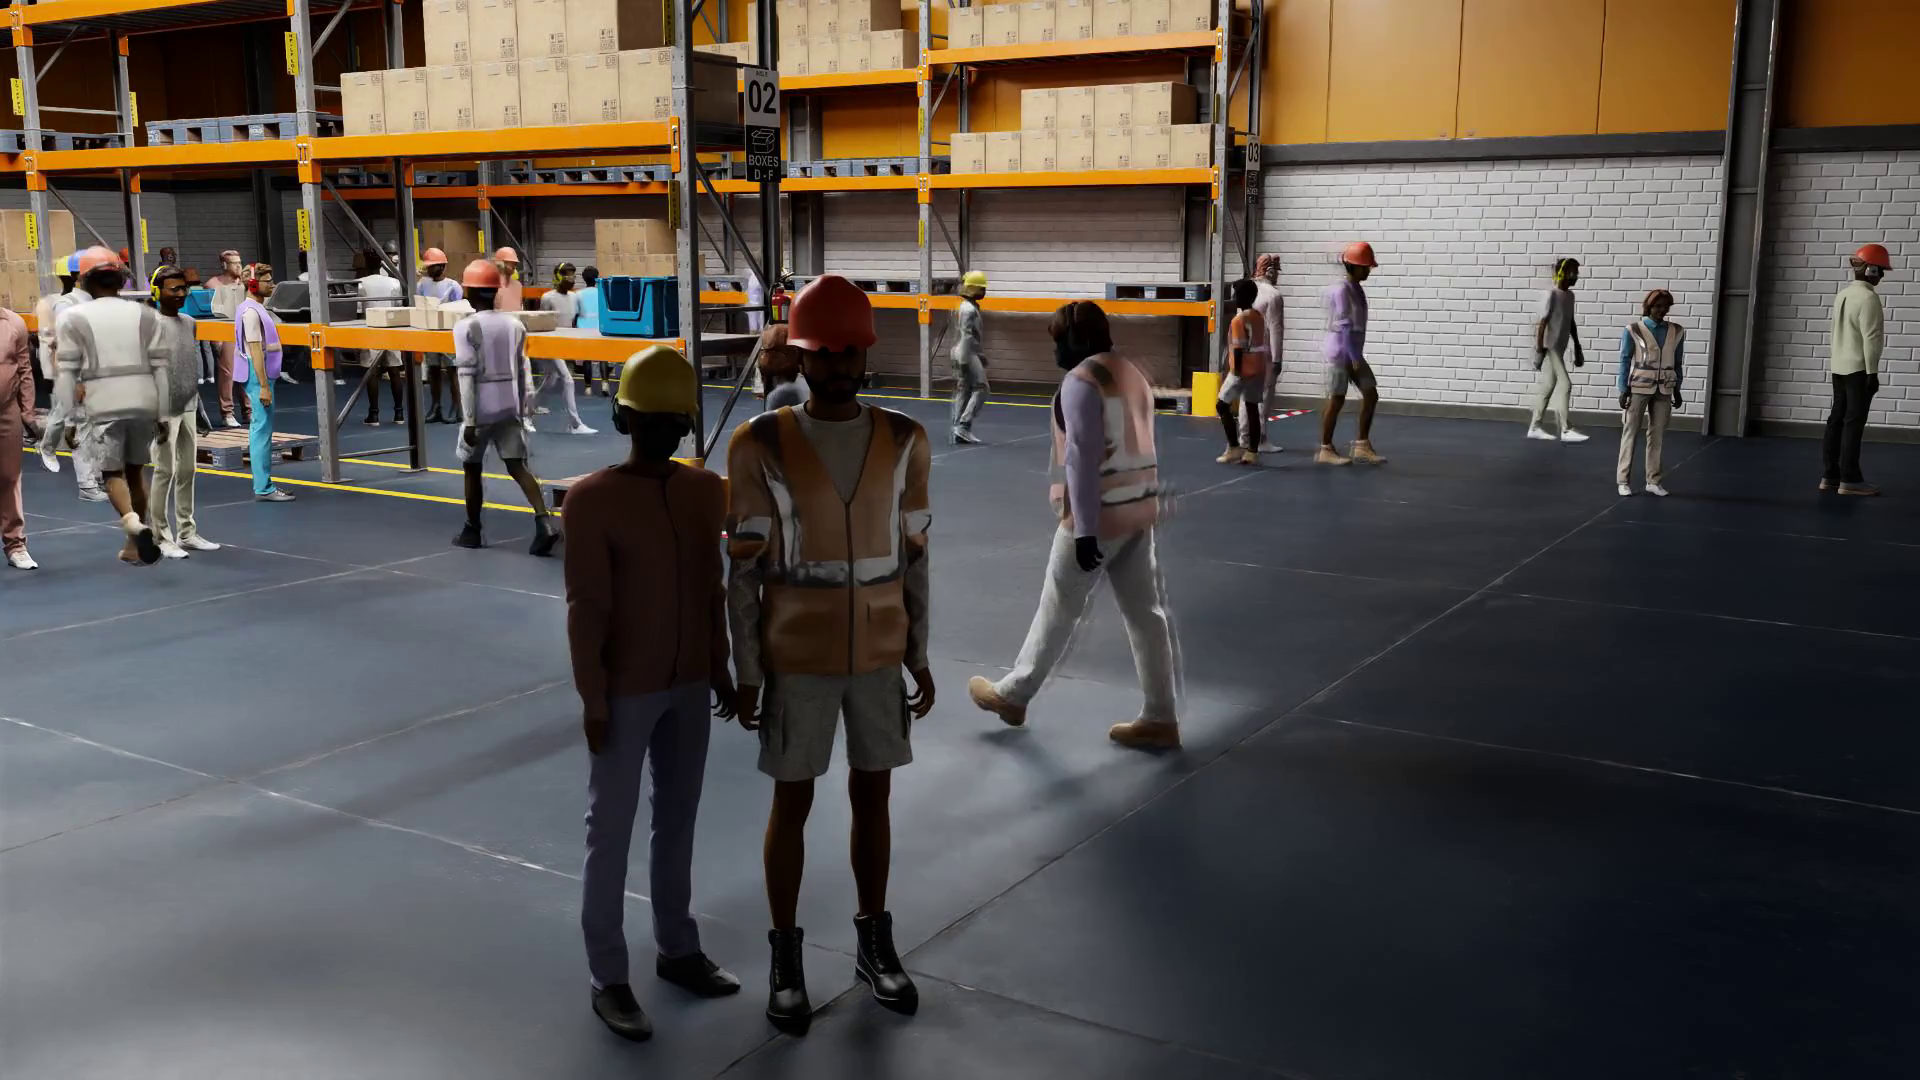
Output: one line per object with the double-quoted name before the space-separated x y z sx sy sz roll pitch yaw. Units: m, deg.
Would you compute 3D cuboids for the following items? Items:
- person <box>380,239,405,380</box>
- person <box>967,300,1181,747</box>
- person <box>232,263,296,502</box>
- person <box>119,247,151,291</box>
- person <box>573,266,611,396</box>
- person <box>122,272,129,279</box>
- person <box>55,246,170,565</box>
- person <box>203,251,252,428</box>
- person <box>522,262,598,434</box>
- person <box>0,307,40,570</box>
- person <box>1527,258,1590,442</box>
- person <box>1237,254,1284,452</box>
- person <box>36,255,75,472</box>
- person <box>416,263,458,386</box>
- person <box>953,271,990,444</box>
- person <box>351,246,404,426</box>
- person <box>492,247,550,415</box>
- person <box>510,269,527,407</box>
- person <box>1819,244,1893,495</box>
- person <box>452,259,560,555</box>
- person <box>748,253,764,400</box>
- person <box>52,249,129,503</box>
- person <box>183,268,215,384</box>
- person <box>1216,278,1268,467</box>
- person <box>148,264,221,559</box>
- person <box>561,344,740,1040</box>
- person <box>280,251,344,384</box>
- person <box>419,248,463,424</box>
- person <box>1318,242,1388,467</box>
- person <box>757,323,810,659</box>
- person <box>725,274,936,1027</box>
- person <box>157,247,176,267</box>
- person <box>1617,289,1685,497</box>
"person" -8.230 -3.367 24.286 0.537 2.000 0.689 5 11 24
"person" 0.499 -0.068 6.749 0.987 1.780 0.678 7 12 33
"person" -5.428 -1.212 12.896 0.390 1.842 0.564 -4 11 -23
"person" -9.572 -2.425 19.351 0.355 1.938 0.544 0 10 1
"person" -4.779 -2.700 21.571 0.567 1.699 0.372 -2 10 -12
"person" -12.199 -3.194 24.459 0.498 1.633 0.279 -3 11 -17
"person" -5.107 -0.784 10.132 0.618 2.001 0.809 -8 13 -39
"person" -7.863 -2.181 18.103 0.400 1.904 0.680 5 11 25
"person" -4.285 -2.002 17.426 0.974 1.806 0.504 4 11 20
"person" -5.934 -0.733 10.083 0.636 1.903 0.405 -9 14 -41
"person" 6.092 -1.891 16.677 0.534 1.837 0.838 -10 14 -44
"person" 2.899 -1.779 15.912 0.401 1.894 0.654 -4 11 -23
"person" -7.649 -1.492 14.300 0.869 1.903 0.602 6 12 30
"person" -7.375 -3.028 23.100 0.609 1.799 0.732 5 12 27
"person" 0.106 -1.805 16.522 0.414 1.722 0.485 -1 10 -4
"person" -6.360 -2.230 18.193 0.603 1.966 0.368 -7 12 -33
"person" -5.302 -2.431 19.378 0.985 1.942 0.606 7 13 36
"person" -5.361 -2.437 20.011 0.373 1.716 0.594 -3 11 -18
"person" 7.188 -1.361 13.313 0.391 1.989 0.611 0 10 2
"person" -2.964 -0.846 10.712 0.943 1.909 0.550 8 13 37
"person" -2.285 -2.685 20.867 0.830 1.915 0.642 3 11 18
"person" -6.739 -1.268 12.910 0.382 1.949 0.605 0 10 -1
"person" -10.772 -3.011 23.443 0.287 1.631 0.501 4 11 20
"person" 2.509 -1.492 14.877 0.453 1.683 0.541 9 14 42
"person" -5.023 -0.821 10.657 0.313 1.869 0.528 3 11 15
"person" -0.780 0.378 4.310 0.329 1.764 0.524 8 13 39
"person" -9.120 -3.113 23.365 1.002 1.865 0.623 4 11 21
"person" -5.727 -2.233 18.316 0.571 1.933 0.380 3 11 19
"person" 3.546 -1.628 14.764 0.758 2.004 0.607 7 13 35
"person" -0.811 -0.211 7.928 0.278 1.632 0.503 2 10 13
"person" -0.320 0.290 4.308 0.552 1.937 0.356 -4 11 -20
"person" -12.965 -3.864 27.401 0.643 1.913 0.411 9 13 40
"person" 5.460 -1.157 13.163 0.524 1.636 0.308 -1 10 -4
